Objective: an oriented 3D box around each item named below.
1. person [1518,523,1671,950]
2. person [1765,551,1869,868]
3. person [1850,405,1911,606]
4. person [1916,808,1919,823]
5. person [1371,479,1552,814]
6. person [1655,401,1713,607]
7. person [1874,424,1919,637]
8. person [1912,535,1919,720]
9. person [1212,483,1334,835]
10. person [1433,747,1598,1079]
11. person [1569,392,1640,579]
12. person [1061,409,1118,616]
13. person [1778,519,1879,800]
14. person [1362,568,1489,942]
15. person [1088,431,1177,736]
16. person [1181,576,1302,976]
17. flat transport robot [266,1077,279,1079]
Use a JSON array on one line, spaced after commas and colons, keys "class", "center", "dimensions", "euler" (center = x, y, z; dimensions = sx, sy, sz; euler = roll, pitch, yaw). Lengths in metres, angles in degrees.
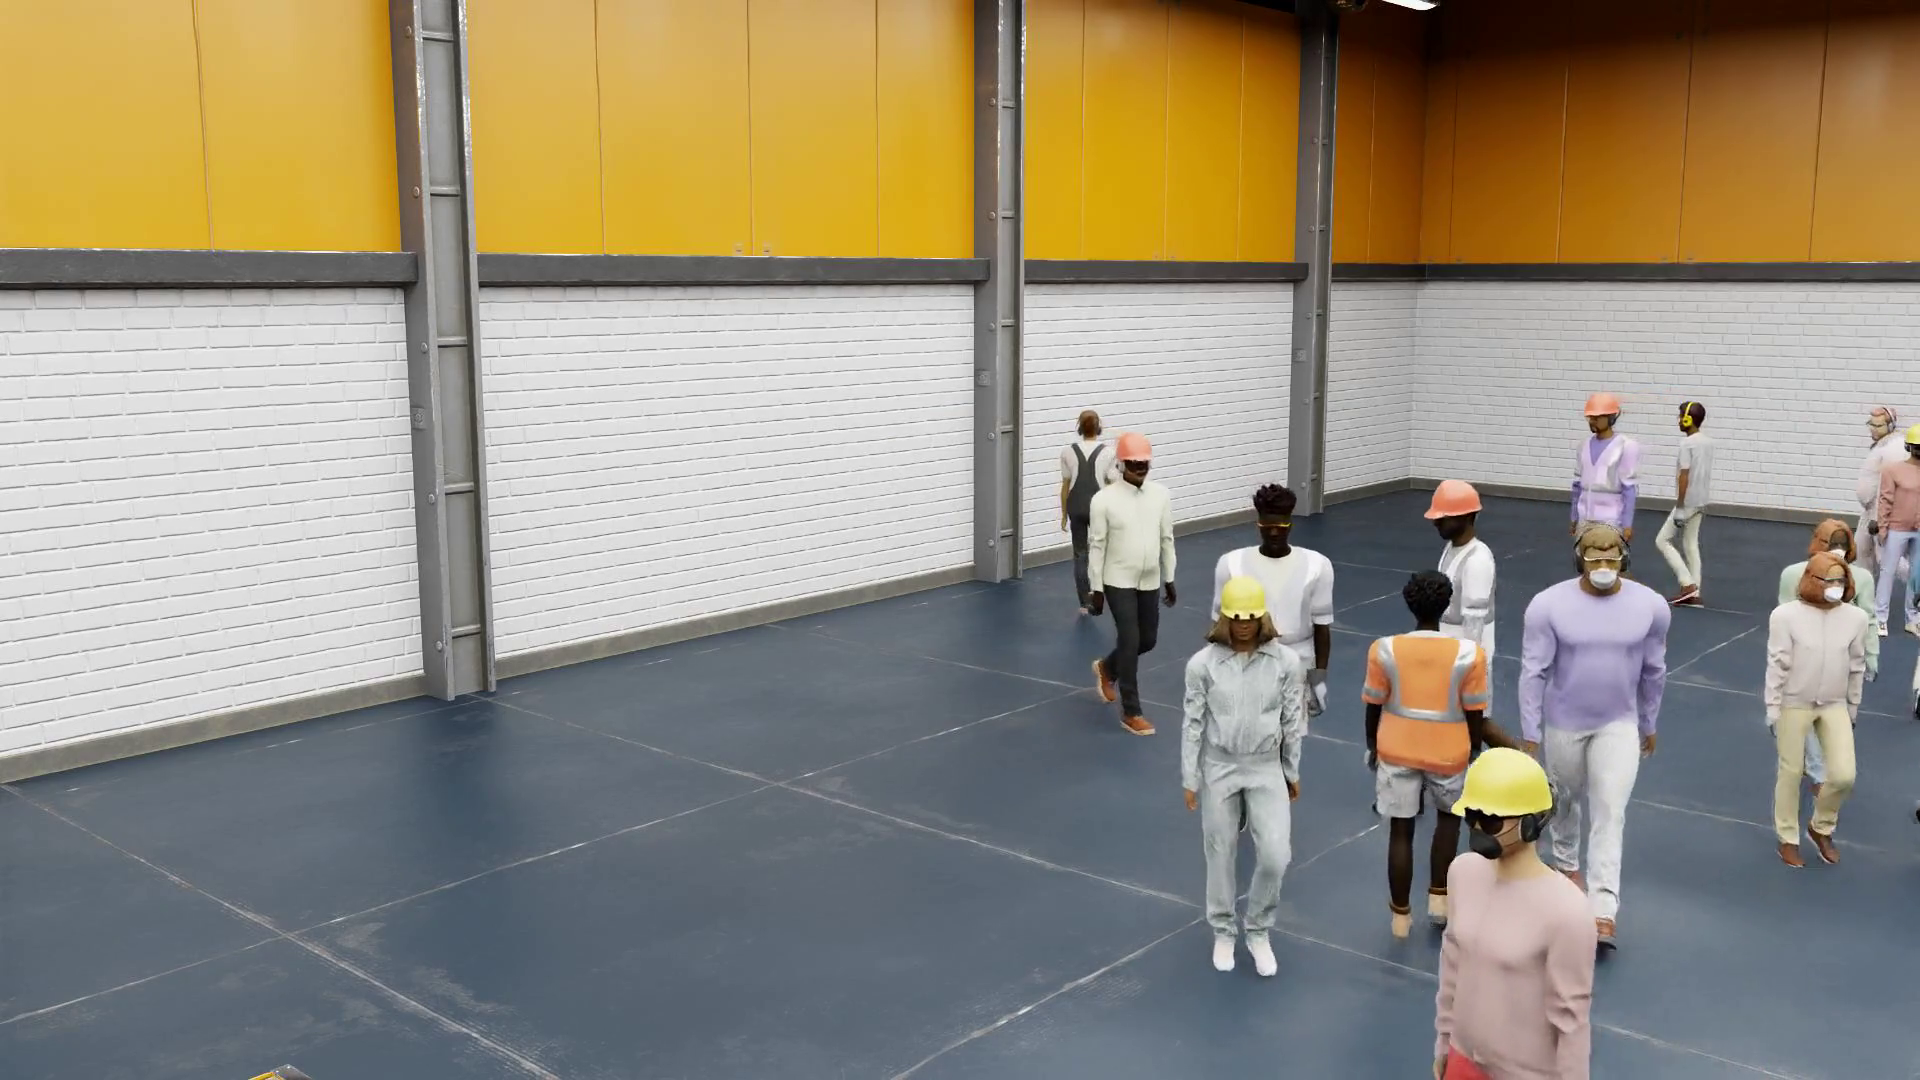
[{"class": "person", "center": [2.873, 0.842, 7.586], "dimensions": [0.639, 1.873, 1.063], "euler": [2, 9, 15]}, {"class": "person", "center": [4.266, 0.856, 8.322], "dimensions": [0.507, 1.619, 0.385], "euler": [1, 9, 6]}, {"class": "person", "center": [8.080, -0.238, 14.408], "dimensions": [0.826, 1.870, 0.650], "euler": [3, 10, 18]}, {"class": "person", "center": [5.183, 0.731, 8.250], "dimensions": [0.561, 1.886, 0.665], "euler": [-2, 9, -13]}, {"class": "person", "center": [2.795, 0.603, 9.044], "dimensions": [0.941, 1.901, 0.551], "euler": [0, 9, -2]}, {"class": "person", "center": [6.515, -0.316, 14.926], "dimensions": [0.565, 1.850, 0.420], "euler": [-7, 11, -38]}, {"class": "person", "center": [7.824, -0.074, 13.681], "dimensions": [0.524, 1.769, 0.314], "euler": [1, 9, 7]}, {"class": "person", "center": [6.634, 0.407, 11.121], "dimensions": [0.514, 1.617, 0.724], "euler": [7, 11, 37]}, {"class": "person", "center": [1.588, 0.665, 8.496], "dimensions": [0.603, 1.945, 0.499], "euler": [1, 9, 4]}, {"class": "person", "center": [1.507, 1.400, 4.466], "dimensions": [0.533, 1.746, 0.535], "euler": [-4, 10, -24]}, {"class": "person", "center": [5.349, -0.218, 13.778], "dimensions": [0.635, 2.022, 0.622], "euler": [-5, 10, -28]}, {"class": "person", "center": [1.107, -0.218, 14.398], "dimensions": [0.515, 1.835, 0.505], "euler": [2, 9, 12]}, {"class": "person", "center": [5.003, 0.662, 9.616], "dimensions": [0.520, 1.582, 0.874], "euler": [1, 9, 9]}, {"class": "person", "center": [2.086, 0.952, 7.490], "dimensions": [0.548, 1.678, 0.505], "euler": [3, 10, 20]}, {"class": "person", "center": [1.095, 0.248, 11.009], "dimensions": [0.613, 1.973, 0.800], "euler": [-5, 10, -28]}, {"class": "person", "center": [1.192, 1.005, 7.024], "dimensions": [0.518, 1.725, 0.506], "euler": [0, 9, 2]}, {"class": "flat transport robot", "center": [-2.123, 2.021, 5.205], "dimensions": [1.431, 0.197, 0.652], "euler": [8, 12, 40]}]
